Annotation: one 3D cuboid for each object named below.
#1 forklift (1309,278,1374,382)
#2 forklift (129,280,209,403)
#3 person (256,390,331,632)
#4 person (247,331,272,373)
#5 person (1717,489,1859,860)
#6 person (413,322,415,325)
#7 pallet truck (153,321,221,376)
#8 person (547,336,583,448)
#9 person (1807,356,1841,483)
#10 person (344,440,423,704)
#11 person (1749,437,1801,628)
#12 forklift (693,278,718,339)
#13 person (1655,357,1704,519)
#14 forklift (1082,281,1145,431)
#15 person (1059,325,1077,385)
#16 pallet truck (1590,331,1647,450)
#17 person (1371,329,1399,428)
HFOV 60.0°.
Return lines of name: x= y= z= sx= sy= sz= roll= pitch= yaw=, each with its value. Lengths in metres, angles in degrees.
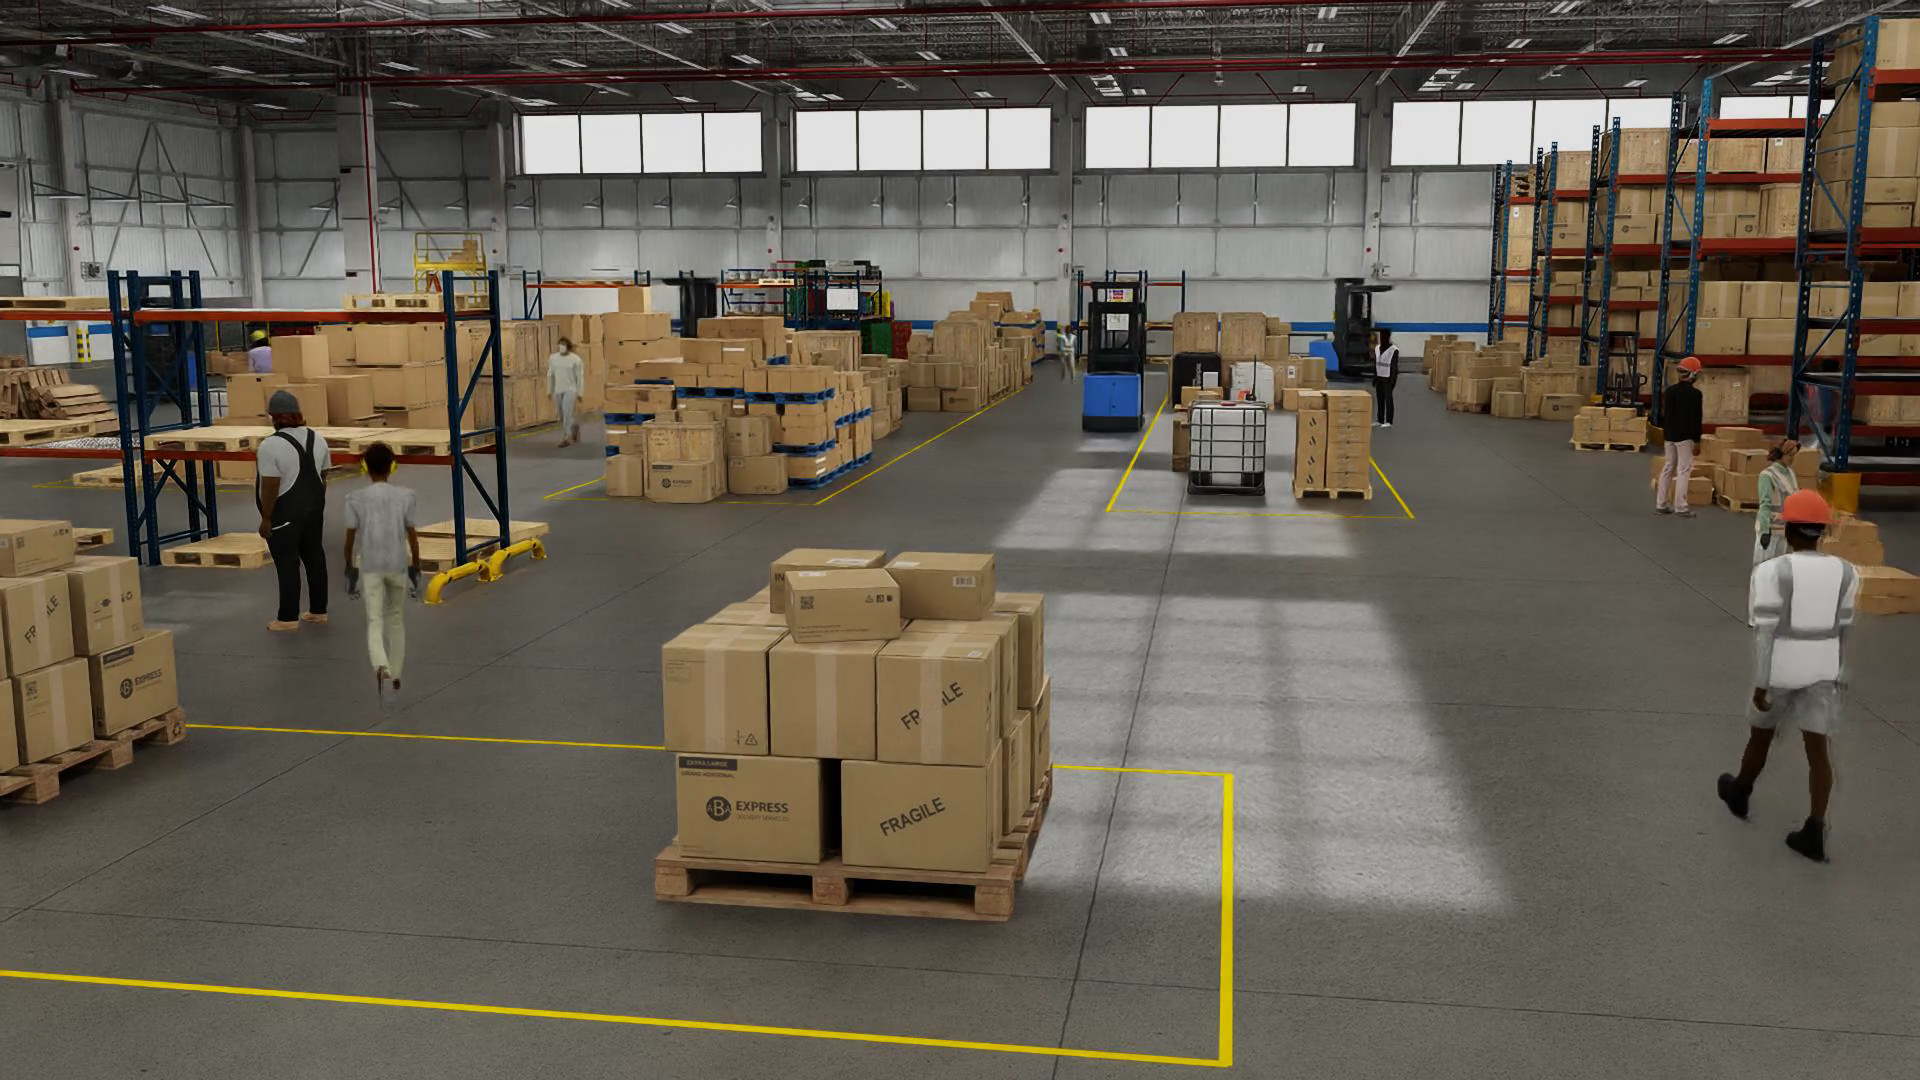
forklift: x=10.602 y=-5.773 z=45.520 sx=1.129 sy=2.768 sz=1.873 roll=-8 pitch=12 yaw=-40
forklift: x=-18.415 y=-4.621 z=38.413 sx=1.129 sy=2.768 sz=1.873 roll=1 pitch=9 yaw=6
person: x=-5.681 y=-0.252 z=14.052 sx=0.536 sy=2.000 sz=0.676 roll=4 pitch=10 yaw=25
person: x=-13.282 y=-3.059 z=31.848 sx=0.667 sy=1.884 sz=0.653 roll=-7 pitch=12 yaw=-37
person: x=4.426 y=0.666 z=8.861 sx=0.563 sy=1.879 sz=1.008 roll=0 pitch=9 yaw=1
person: x=-12.878 y=-4.343 z=39.664 sx=0.624 sy=1.921 sz=0.472 roll=2 pitch=9 yaw=10
pallet truck: x=-21.869 y=-5.598 z=47.154 sx=0.823 sy=1.965 sz=1.885 roll=4 pitch=10 yaw=26
person: x=-6.782 y=-2.570 z=28.723 sx=0.638 sy=1.924 sz=0.740 roll=3 pitch=10 yaw=17
person: x=12.286 y=-1.717 z=23.750 sx=0.537 sy=1.823 sz=0.642 roll=2 pitch=9 yaw=11
person: x=-4.059 y=0.224 z=11.725 sx=0.518 sy=1.851 sz=0.771 roll=-4 pitch=10 yaw=-23
person: x=6.899 y=-0.057 z=14.085 sx=0.511 sy=1.639 sz=0.308 roll=-8 pitch=12 yaw=-40
forklift: x=-6.855 y=-5.708 z=45.116 sx=1.873 sy=2.768 sz=1.129 roll=3 pitch=10 yaw=15
person: x=8.878 y=-1.252 z=20.407 sx=0.412 sy=1.983 sz=0.610 roll=-3 pitch=10 yaw=-17
forklift: x=2.942 y=-3.528 z=31.670 sx=1.129 sy=2.768 sz=1.873 roll=1 pitch=9 yaw=9
person: x=2.885 y=-4.978 z=44.547 sx=0.499 sy=1.596 sz=0.836 roll=-1 pitch=9 yaw=-6
pallet truck: x=11.253 y=-2.573 z=28.499 sx=0.823 sy=1.965 sz=1.885 roll=5 pitch=10 yaw=27
person: x=8.235 y=-3.124 z=32.176 sx=0.393 sy=1.911 sz=0.589 roll=-5 pitch=10 yaw=-28
